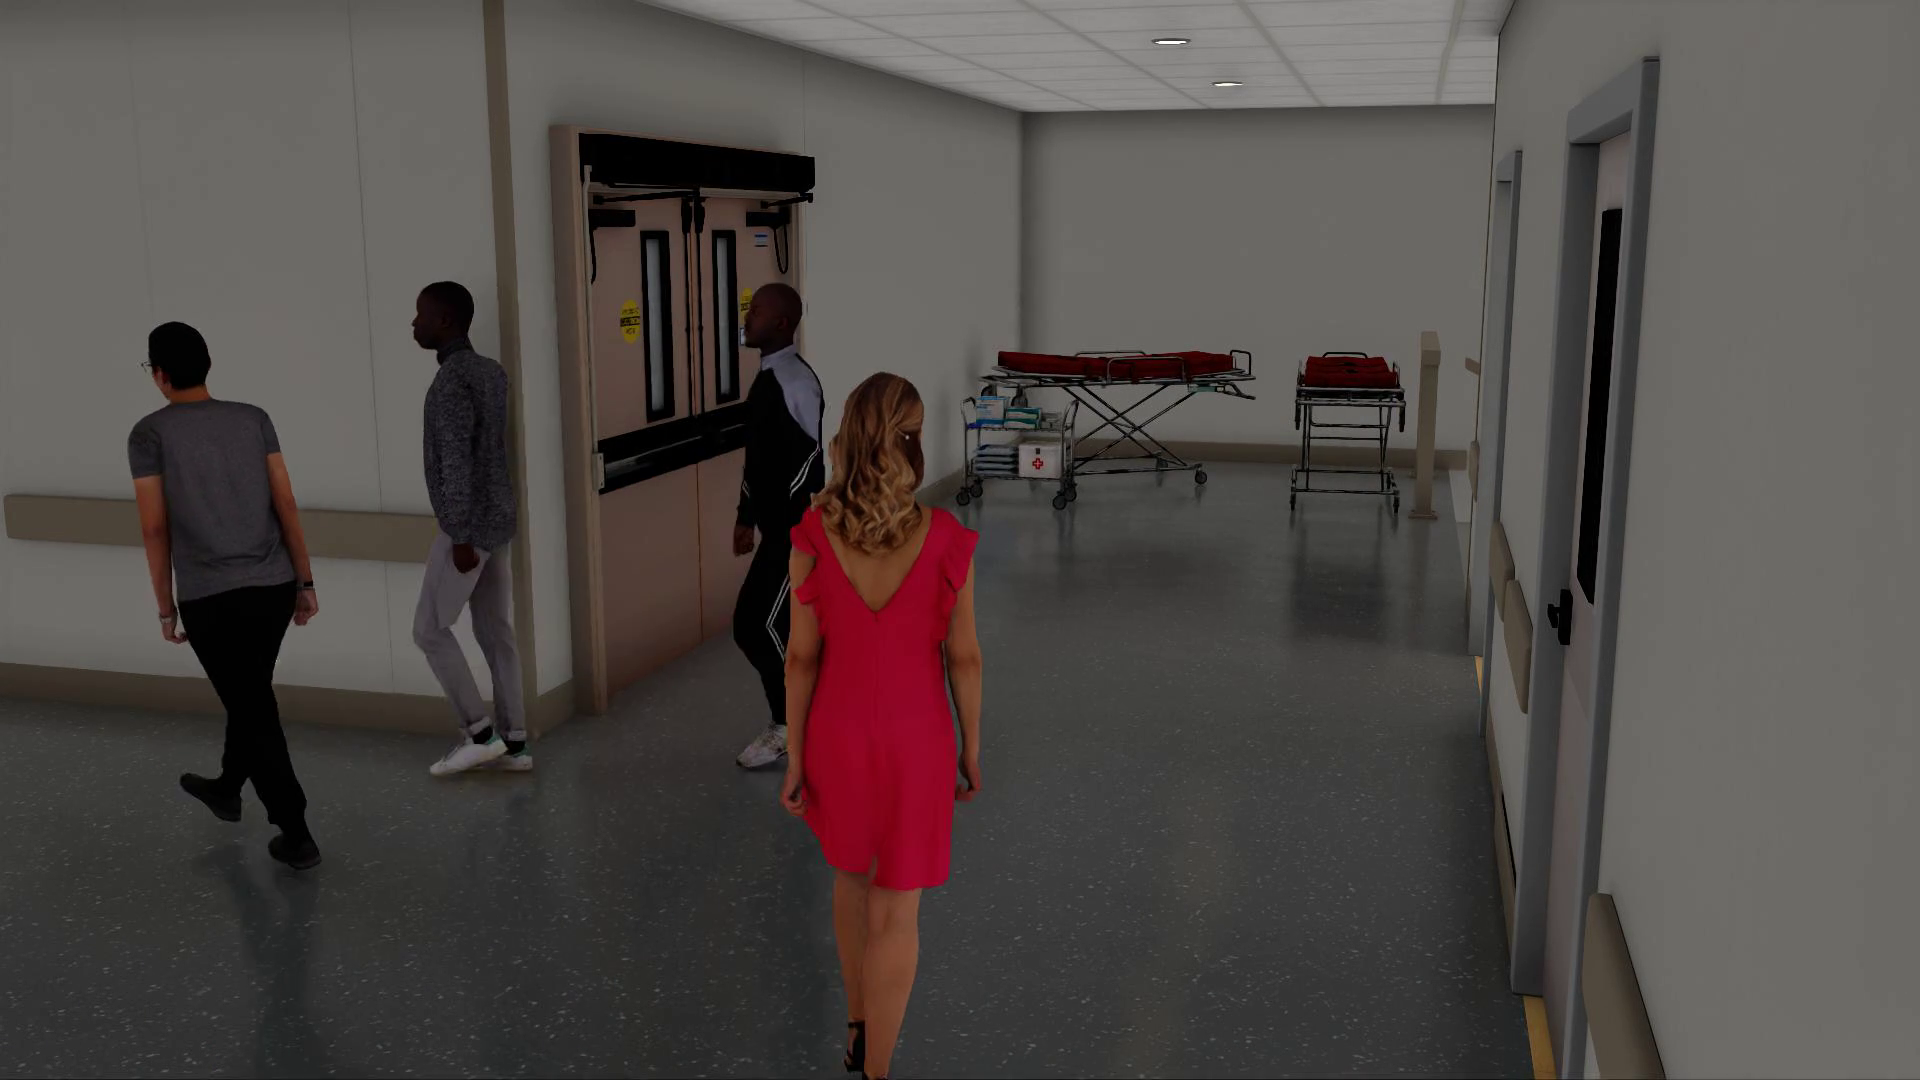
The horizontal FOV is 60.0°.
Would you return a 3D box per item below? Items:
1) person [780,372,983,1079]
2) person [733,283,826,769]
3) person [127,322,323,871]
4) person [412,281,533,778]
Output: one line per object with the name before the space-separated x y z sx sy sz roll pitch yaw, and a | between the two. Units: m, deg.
person | -0.192 0.503 3.622 0.626 1.714 0.658 2 11 8
person | -0.569 -0.070 6.365 0.855 1.818 0.758 -2 11 -12
person | -2.227 0.204 5.237 0.956 1.700 1.097 10 14 42
person | -1.699 -0.024 6.119 0.855 1.819 0.653 0 11 1
